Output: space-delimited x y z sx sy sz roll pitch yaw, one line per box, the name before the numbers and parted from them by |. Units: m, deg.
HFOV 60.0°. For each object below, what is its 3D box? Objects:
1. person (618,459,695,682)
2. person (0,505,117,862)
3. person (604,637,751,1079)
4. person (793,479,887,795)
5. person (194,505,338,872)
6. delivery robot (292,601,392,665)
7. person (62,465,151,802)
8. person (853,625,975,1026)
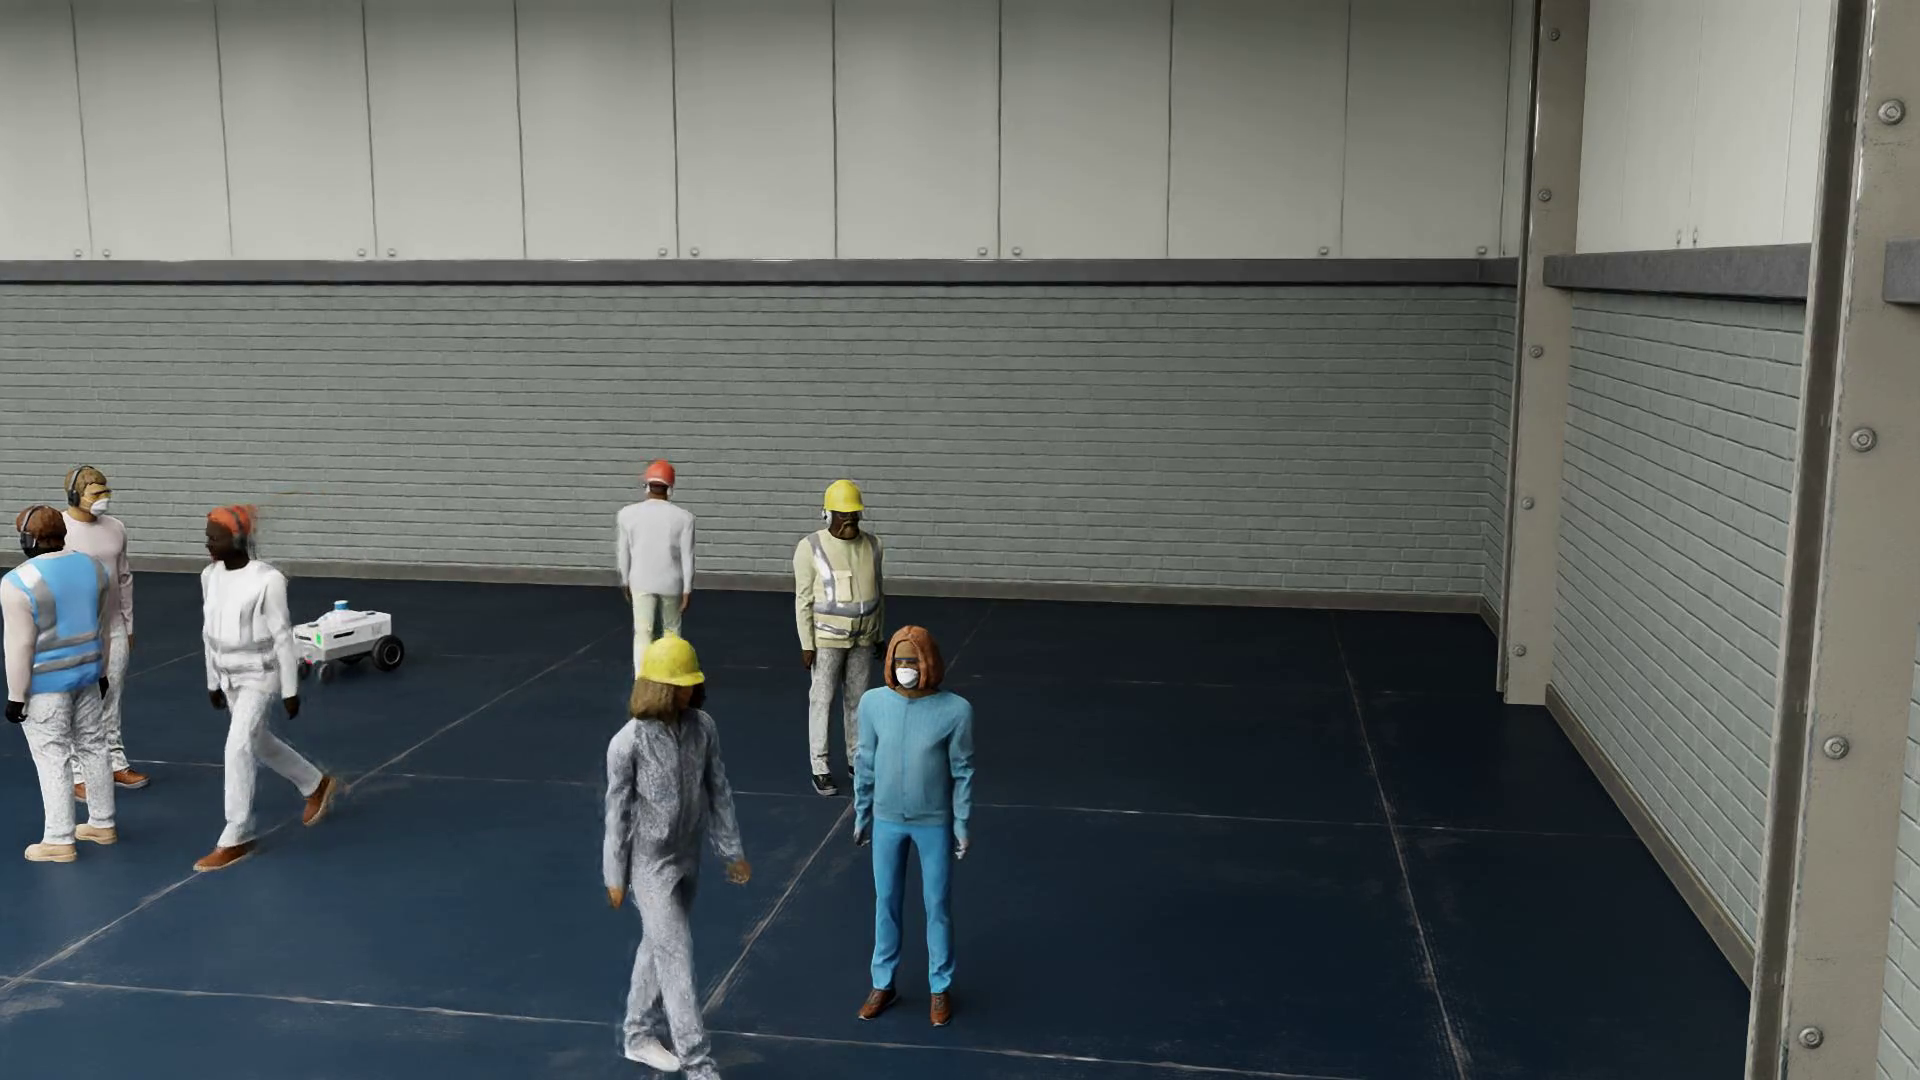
person | -2.136 0.291 11.701 0.551 1.716 0.821 -1 9 -6
person | -4.668 0.733 8.589 0.429 1.841 0.634 3 10 18
person | -0.995 1.199 6.096 0.814 1.708 0.498 6 11 33
person | -0.678 0.556 9.705 0.588 1.833 0.404 -7 11 -35
person | -3.662 0.715 8.714 0.579 1.852 0.920 5 11 30
delivery robot | -4.627 0.699 12.467 0.477 0.478 0.707 6 11 31
person | -4.999 0.531 9.568 0.375 1.933 0.625 3 10 18
person | -0.190 1.142 6.700 0.498 1.634 0.278 2 9 13
